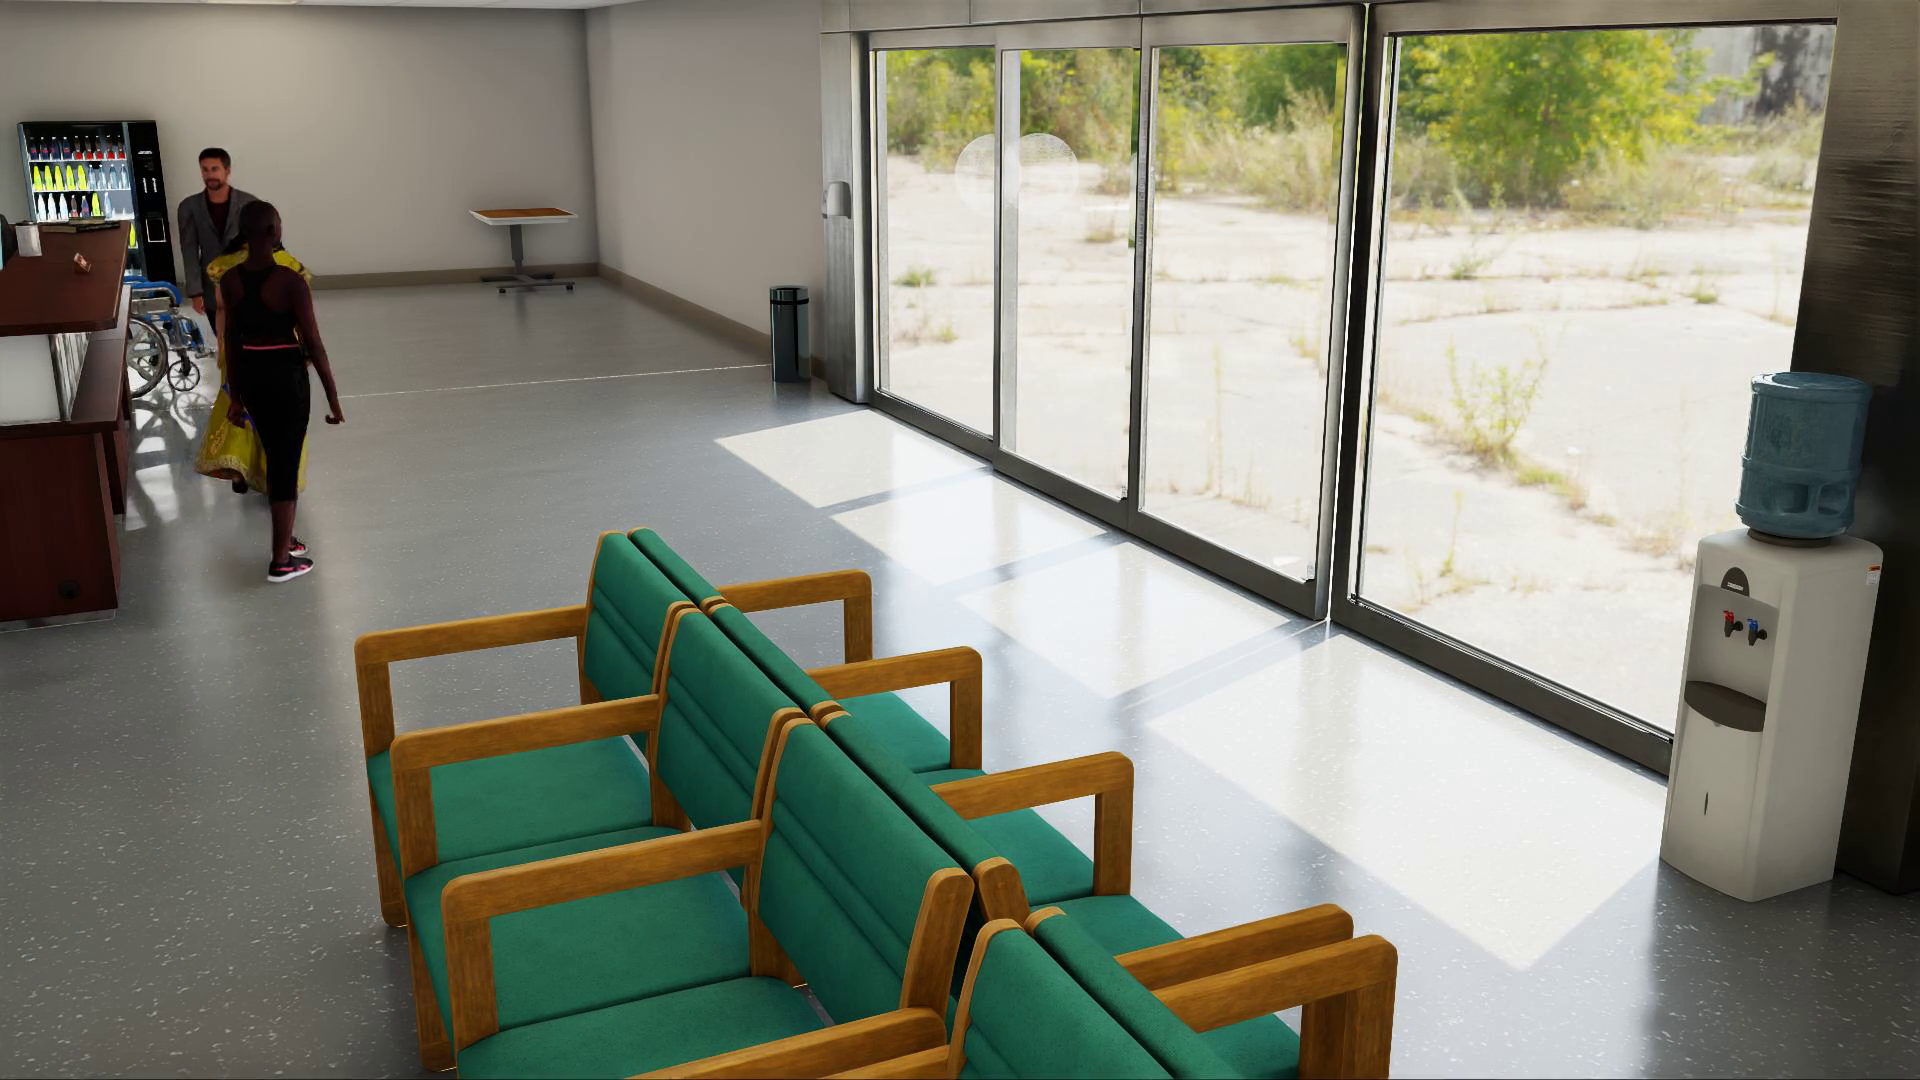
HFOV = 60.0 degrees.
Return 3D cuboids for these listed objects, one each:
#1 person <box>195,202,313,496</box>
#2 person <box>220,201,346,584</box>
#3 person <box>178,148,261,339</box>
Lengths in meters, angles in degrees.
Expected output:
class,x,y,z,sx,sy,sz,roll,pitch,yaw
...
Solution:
class,x,y,z,sx,sy,sz,roll,pitch,yaw
person,-3.792,-0.985,9.001,0.962,1.640,1.064,-2,16,-7
person,-3.197,-0.652,7.622,0.789,1.747,0.854,3,16,9
person,-4.667,-1.555,10.699,1.250,1.816,0.968,-3,16,-9
